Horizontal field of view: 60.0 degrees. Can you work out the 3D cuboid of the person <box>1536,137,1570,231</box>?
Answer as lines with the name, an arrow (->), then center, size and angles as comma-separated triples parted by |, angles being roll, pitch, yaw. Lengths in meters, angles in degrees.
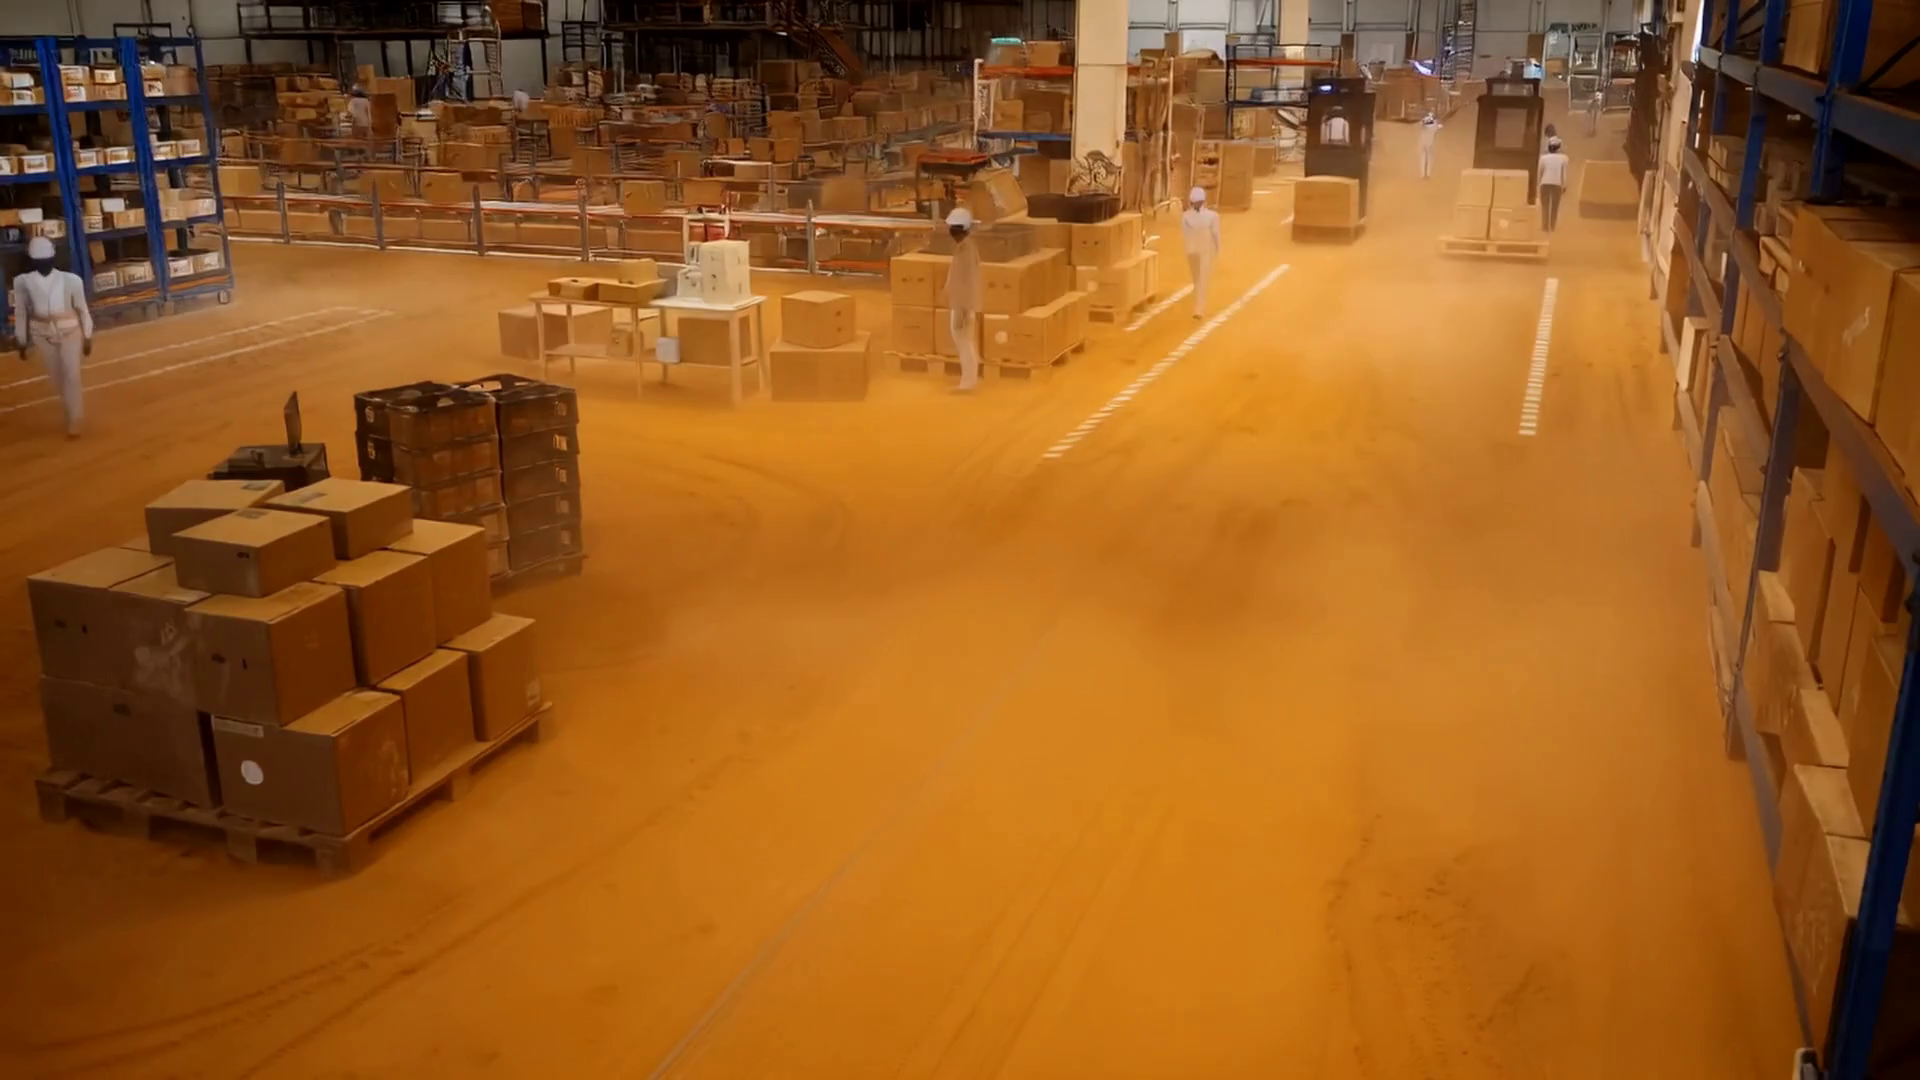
person -> 10.829, -6.486, 30.428 | 0.536, 1.724, 0.902 | 5, 18, 15

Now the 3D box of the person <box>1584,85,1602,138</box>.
person -> 20.356, -13.740, 53.346 | 0.308, 1.639, 0.510 | -5, 18, -15

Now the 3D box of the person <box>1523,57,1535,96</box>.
person -> 25.580, -20.701, 74.726 | 0.371, 1.941, 0.627 | -7, 19, -22

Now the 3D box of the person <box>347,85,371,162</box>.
person -> -16.077, -11.121, 44.498 | 0.662, 2.018, 0.471 | -13, 22, -36

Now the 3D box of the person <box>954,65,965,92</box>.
person -> -0.040, -17.838, 65.866 | 1.039, 1.867, 0.600 | 16, 24, 41

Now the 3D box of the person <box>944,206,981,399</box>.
person -> 0.024, -2.477, 17.376 | 0.396, 1.992, 0.622 | 3, 18, 10

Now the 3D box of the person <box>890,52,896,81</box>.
person -> -3.703, -25.765, 90.956 | 0.295, 1.743, 0.493 | -10, 20, -29

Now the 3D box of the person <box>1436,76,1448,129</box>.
person -> 16.568, -15.021, 57.161 | 0.312, 1.768, 0.529 | 8, 19, 23

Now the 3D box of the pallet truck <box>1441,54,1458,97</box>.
pallet truck -> 22.765, -21.886, 78.355 | 0.823, 1.965, 1.885 | -4, 18, -14

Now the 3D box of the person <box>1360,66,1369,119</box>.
person -> 15.092, -16.712, 62.148 | 0.367, 1.967, 0.607 | -2, 18, -6

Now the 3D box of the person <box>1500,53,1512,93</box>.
person -> 27.163, -23.280, 82.852 | 0.593, 1.924, 0.381 | -4, 18, -13

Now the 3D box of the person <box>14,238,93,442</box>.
person -> -8.589, -1.915, 15.792 | 0.619, 1.897, 1.023 | -6, 18, -17

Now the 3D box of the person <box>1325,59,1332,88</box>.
person -> 17.485, -21.973, 78.863 | 0.549, 1.851, 0.404 | -8, 19, -24

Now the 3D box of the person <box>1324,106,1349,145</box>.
person -> 8.577, -8.962, 37.944 | 0.552, 1.886, 1.012 | 6, 19, 18

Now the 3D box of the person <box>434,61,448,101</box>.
person -> -22.846, -20.145, 73.171 | 0.641, 1.825, 0.526 | 9, 20, 27

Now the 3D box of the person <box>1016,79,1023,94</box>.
person -> 2.279, -17.896, 66.056 | 0.544, 1.845, 0.673 | -15, 23, -39

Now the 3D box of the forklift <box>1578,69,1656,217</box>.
forklift -> 13.219, -7.740, 32.475 | 1.873, 2.768, 1.129 | 6, 19, 18

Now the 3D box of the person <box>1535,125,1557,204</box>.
person -> 12.344, -7.893, 34.980 | 0.285, 1.633, 0.498 | 0, 18, 0

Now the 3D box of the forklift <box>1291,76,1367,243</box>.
forklift -> 6.598, -6.755, 29.381 | 1.129, 2.768, 1.873 | 6, 19, 19

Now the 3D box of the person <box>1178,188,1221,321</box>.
person -> 3.138, -3.753, 21.861 | 0.527, 1.699, 0.970 | 7, 19, 22

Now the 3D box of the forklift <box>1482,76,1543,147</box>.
forklift -> 9.665, -6.750, 29.363 | 1.129, 2.768, 1.873 | 6, 19, 19

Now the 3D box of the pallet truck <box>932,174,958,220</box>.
pallet truck -> -0.507, -5.292, 27.348 | 0.653, 1.274, 1.630 | 6, 19, 19

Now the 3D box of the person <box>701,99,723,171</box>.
person -> -6.241, -10.096, 41.623 | 0.626, 1.796, 0.836 | -12, 21, -33

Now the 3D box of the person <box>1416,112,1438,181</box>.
person -> 11.150, -9.409, 39.766 | 0.498, 1.618, 0.395 | 3, 18, 9

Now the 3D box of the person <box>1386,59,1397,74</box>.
person -> 19.495, -20.780, 75.103 | 0.599, 1.863, 0.714 | -11, 21, -32

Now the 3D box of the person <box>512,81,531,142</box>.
person -> -13.101, -12.833, 50.079 | 0.540, 1.887, 0.679 | 9, 20, 27
